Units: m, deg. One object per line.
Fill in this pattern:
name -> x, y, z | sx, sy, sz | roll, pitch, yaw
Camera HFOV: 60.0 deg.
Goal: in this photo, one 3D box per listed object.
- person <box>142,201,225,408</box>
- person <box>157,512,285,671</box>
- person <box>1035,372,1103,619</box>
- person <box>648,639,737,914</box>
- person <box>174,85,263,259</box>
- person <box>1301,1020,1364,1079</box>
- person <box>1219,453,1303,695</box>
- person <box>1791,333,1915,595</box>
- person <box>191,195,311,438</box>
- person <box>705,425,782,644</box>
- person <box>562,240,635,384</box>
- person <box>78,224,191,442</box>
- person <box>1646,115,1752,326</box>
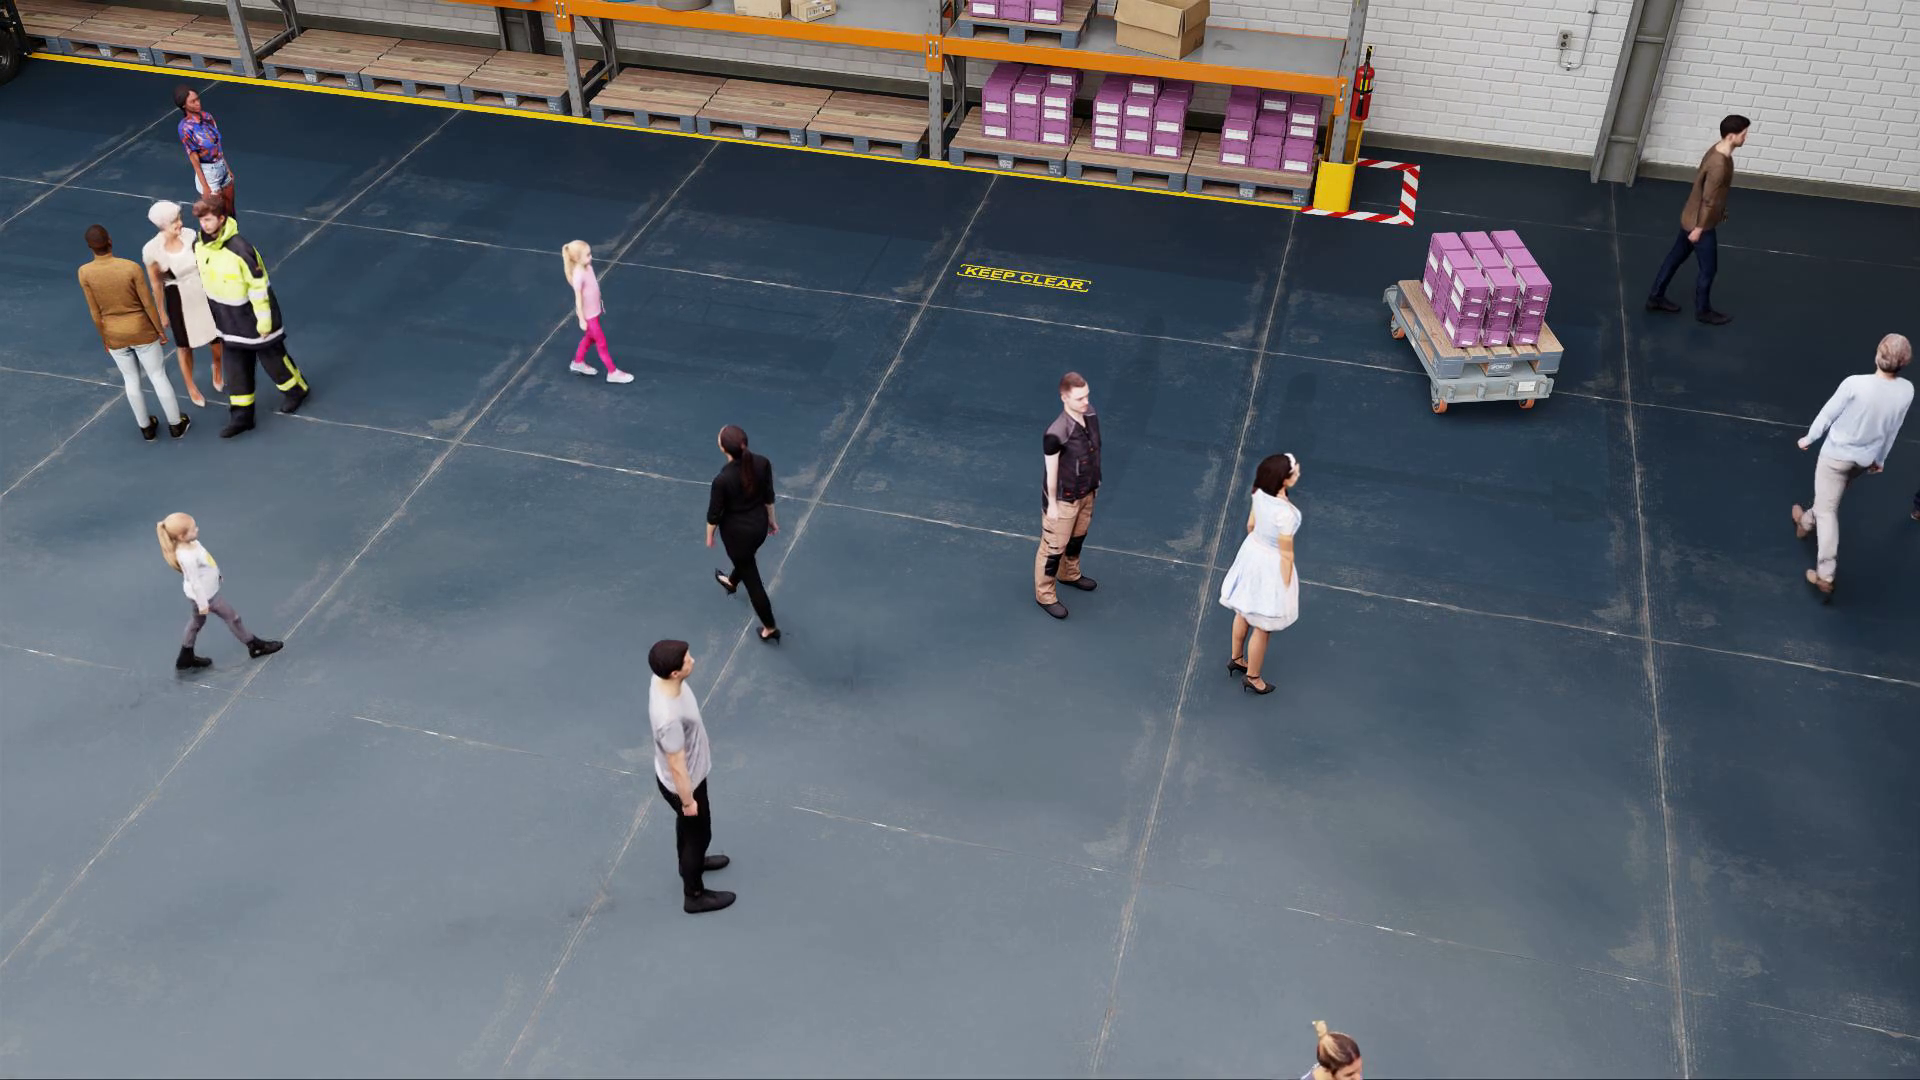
person -> -6.111, -1.912, 13.207 | 0.773, 1.730, 0.797 | -27, 46, -30
person -> -4.962, 0.354, 10.751 | 0.918, 1.254, 0.867 | -20, 43, -23
person -> 0.724, -0.345, 11.156 | 0.726, 1.842, 0.761 | 25, 45, 28
person -> -1.550, 1.271, 9.118 | 0.742, 1.859, 0.772 | -6, 39, -7
person -> -6.670, -3.225, 14.841 | 0.517, 1.743, 0.592 | 8, 39, 10
person -> 1.567, 2.695, 7.534 | 0.778, 1.611, 0.712 | 32, 48, 33
person -> 1.922, 0.211, 10.481 | 0.905, 1.815, 0.855 | -13, 41, -16
person -> 6.075, -0.500, 11.342 | 1.247, 1.851, 0.948 | 1, 39, 1
person -> -5.482, -1.798, 12.886 | 1.031, 1.953, 0.919 | 14, 41, 17
person -> -1.353, 0.015, 10.880 | 0.957, 1.622, 1.133 | -31, 48, -33
person -> -3.063, -1.864, 13.525 | 0.817, 1.258, 0.574 | 3, 39, 4
person -> -6.347, -1.572, 12.712 | 0.665, 1.817, 0.766 | -11, 40, -13
person -> 6.210, -2.742, 14.138 | 0.895, 1.866, 0.649 | 10, 40, 12
